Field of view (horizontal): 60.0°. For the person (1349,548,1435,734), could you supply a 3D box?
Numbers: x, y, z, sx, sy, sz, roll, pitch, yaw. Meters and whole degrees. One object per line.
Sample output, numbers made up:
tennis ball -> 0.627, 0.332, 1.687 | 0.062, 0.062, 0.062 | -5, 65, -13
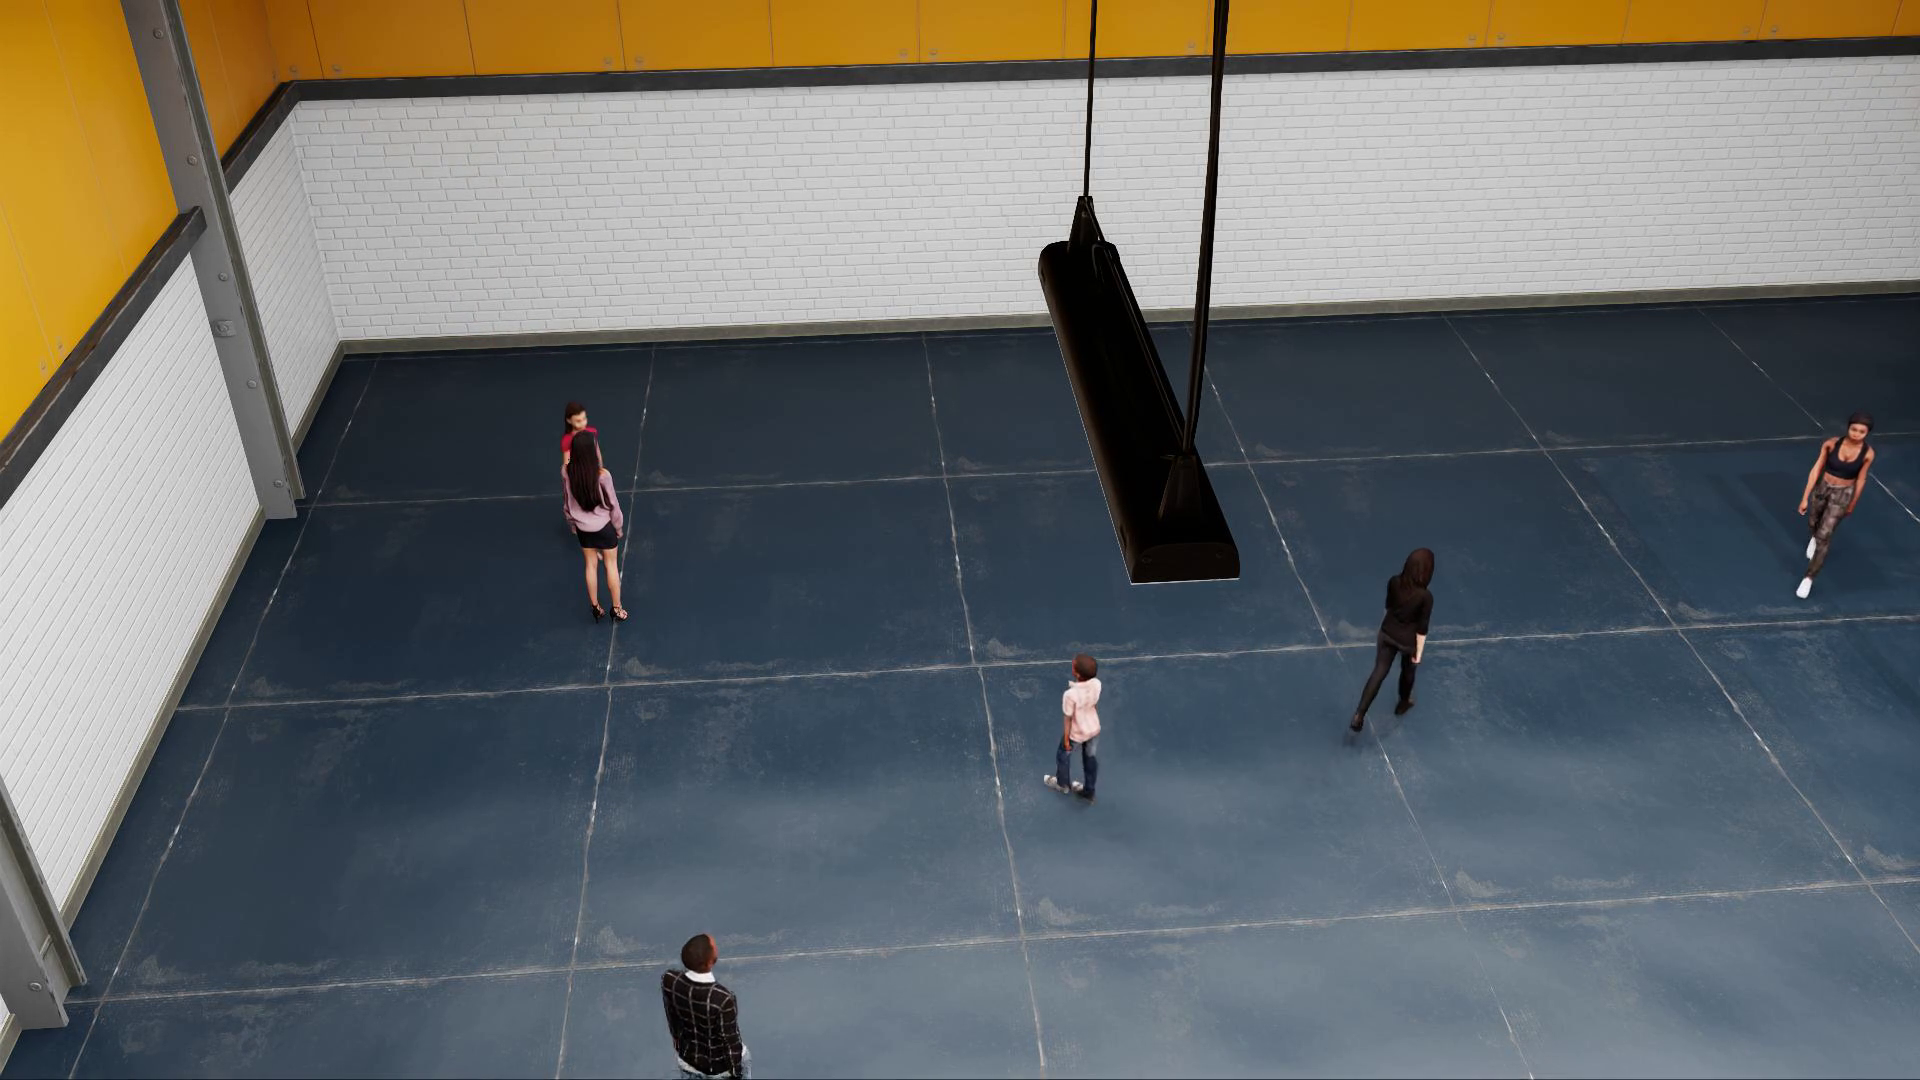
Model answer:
person -> 3.290, 0.783, 12.610 | 0.997, 1.617, 1.057 | 25, 41, 33

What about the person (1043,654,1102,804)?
person -> 0.919, 1.390, 11.985 | 0.633, 1.298, 0.716 | -19, 38, -26

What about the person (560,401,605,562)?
person -> -3.369, -0.569, 14.720 | 0.877, 1.532, 0.969 | -29, 43, -36

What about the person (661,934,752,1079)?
person -> -1.451, 2.929, 9.227 | 1.069, 1.788, 1.284 | 14, 36, 20

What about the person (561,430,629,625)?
person -> -3.013, -0.091, 13.751 | 0.682, 1.810, 0.628 | 7, 34, 10

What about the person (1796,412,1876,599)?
person -> 7.522, -0.395, 14.344 | 1.081, 1.660, 1.168 | 24, 40, 31
